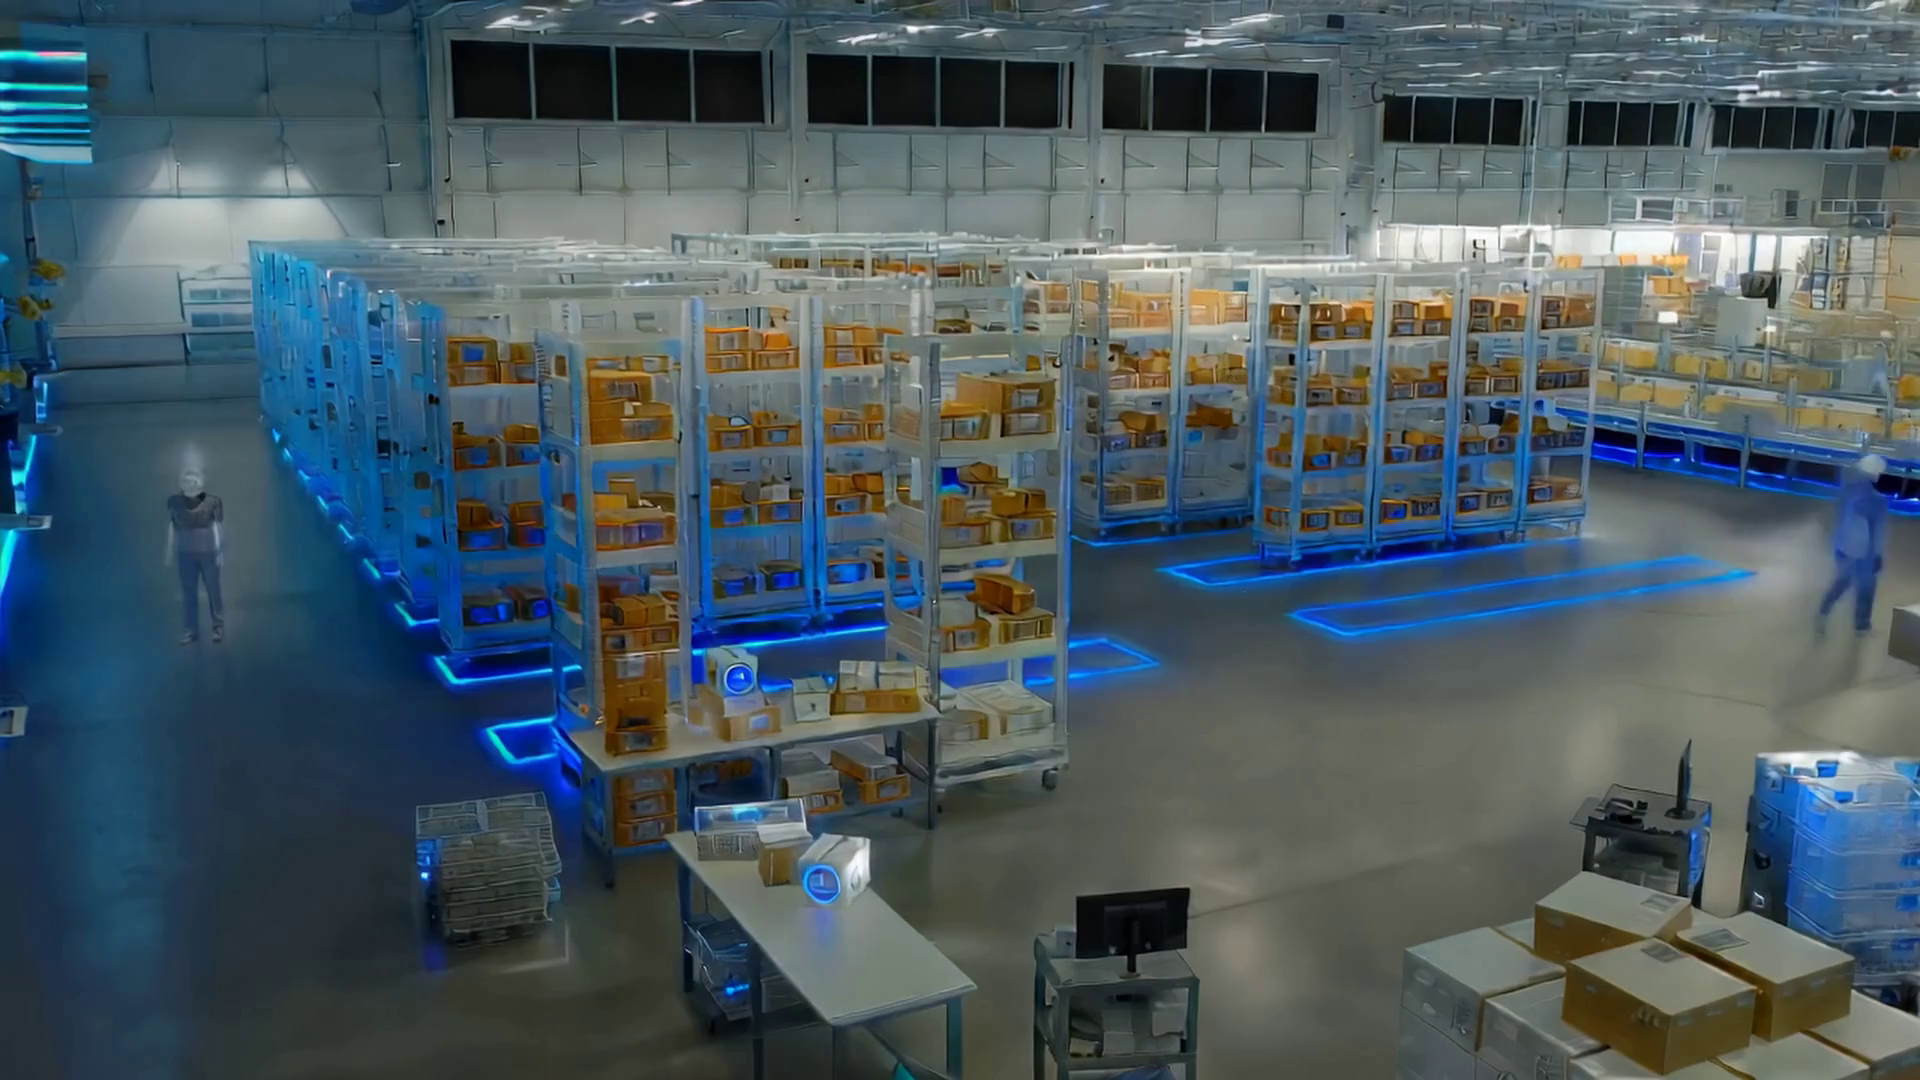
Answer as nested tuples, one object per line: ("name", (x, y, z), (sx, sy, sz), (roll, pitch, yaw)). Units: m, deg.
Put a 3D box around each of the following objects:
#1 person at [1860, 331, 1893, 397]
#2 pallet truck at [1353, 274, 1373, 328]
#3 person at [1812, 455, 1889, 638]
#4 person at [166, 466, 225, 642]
("person", (19.112, -3.489, 34.578), (0.925, 1.718, 0.538), (7, 14, 31))
("pallet truck", (13.011, -8.050, 55.243), (0.823, 1.965, 1.885), (-7, 14, -28))
("person", (9.303, 0.082, 17.283), (0.792, 1.967, 0.624), (-5, 13, -23))
("person", (-7.926, 0.137, 17.306), (0.566, 1.846, 0.389), (-1, 12, -6))
